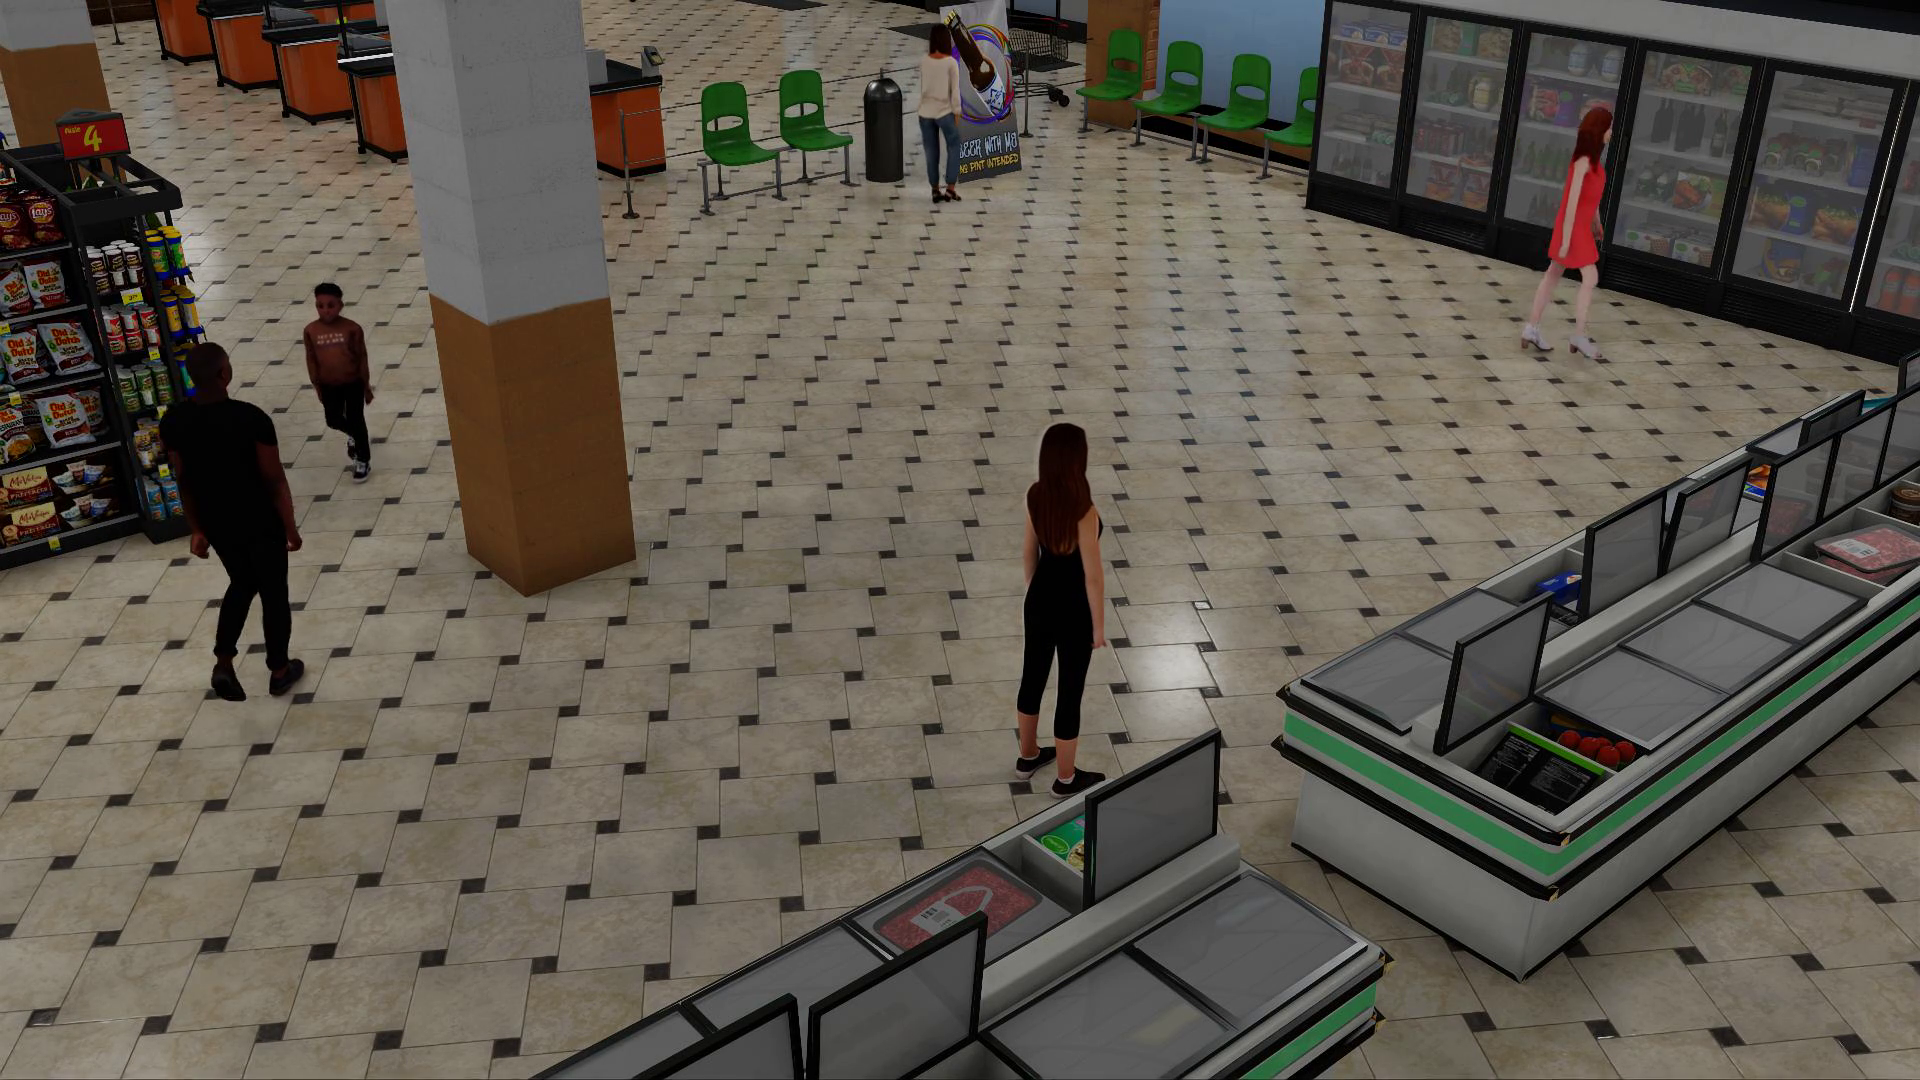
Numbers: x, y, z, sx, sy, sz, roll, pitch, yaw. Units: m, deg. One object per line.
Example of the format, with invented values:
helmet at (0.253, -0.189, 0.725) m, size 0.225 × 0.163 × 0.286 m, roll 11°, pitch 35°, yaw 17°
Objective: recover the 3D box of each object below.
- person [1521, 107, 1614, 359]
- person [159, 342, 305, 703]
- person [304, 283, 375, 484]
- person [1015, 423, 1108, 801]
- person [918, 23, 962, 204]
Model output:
person at (4.325, -2.208, 12.012) m, size 0.903 × 1.805 × 0.878 m, roll 8°, pitch 28°, yaw 16°
person at (-3.352, -0.018, 7.693) m, size 0.960 × 1.805 × 1.024 m, roll 3°, pitch 27°, yaw 6°
person at (-3.784, -0.996, 10.241) m, size 0.743 × 1.244 × 0.774 m, roll -3°, pitch 27°, yaw -6°
person at (0.420, 0.301, 7.151) m, size 0.501 × 1.726 × 0.577 m, roll -22°, pitch 34°, yaw -36°
person at (-0.238, -3.996, 15.679) m, size 0.736 × 1.677 × 0.750 m, roll 13°, pitch 30°, yaw 25°
